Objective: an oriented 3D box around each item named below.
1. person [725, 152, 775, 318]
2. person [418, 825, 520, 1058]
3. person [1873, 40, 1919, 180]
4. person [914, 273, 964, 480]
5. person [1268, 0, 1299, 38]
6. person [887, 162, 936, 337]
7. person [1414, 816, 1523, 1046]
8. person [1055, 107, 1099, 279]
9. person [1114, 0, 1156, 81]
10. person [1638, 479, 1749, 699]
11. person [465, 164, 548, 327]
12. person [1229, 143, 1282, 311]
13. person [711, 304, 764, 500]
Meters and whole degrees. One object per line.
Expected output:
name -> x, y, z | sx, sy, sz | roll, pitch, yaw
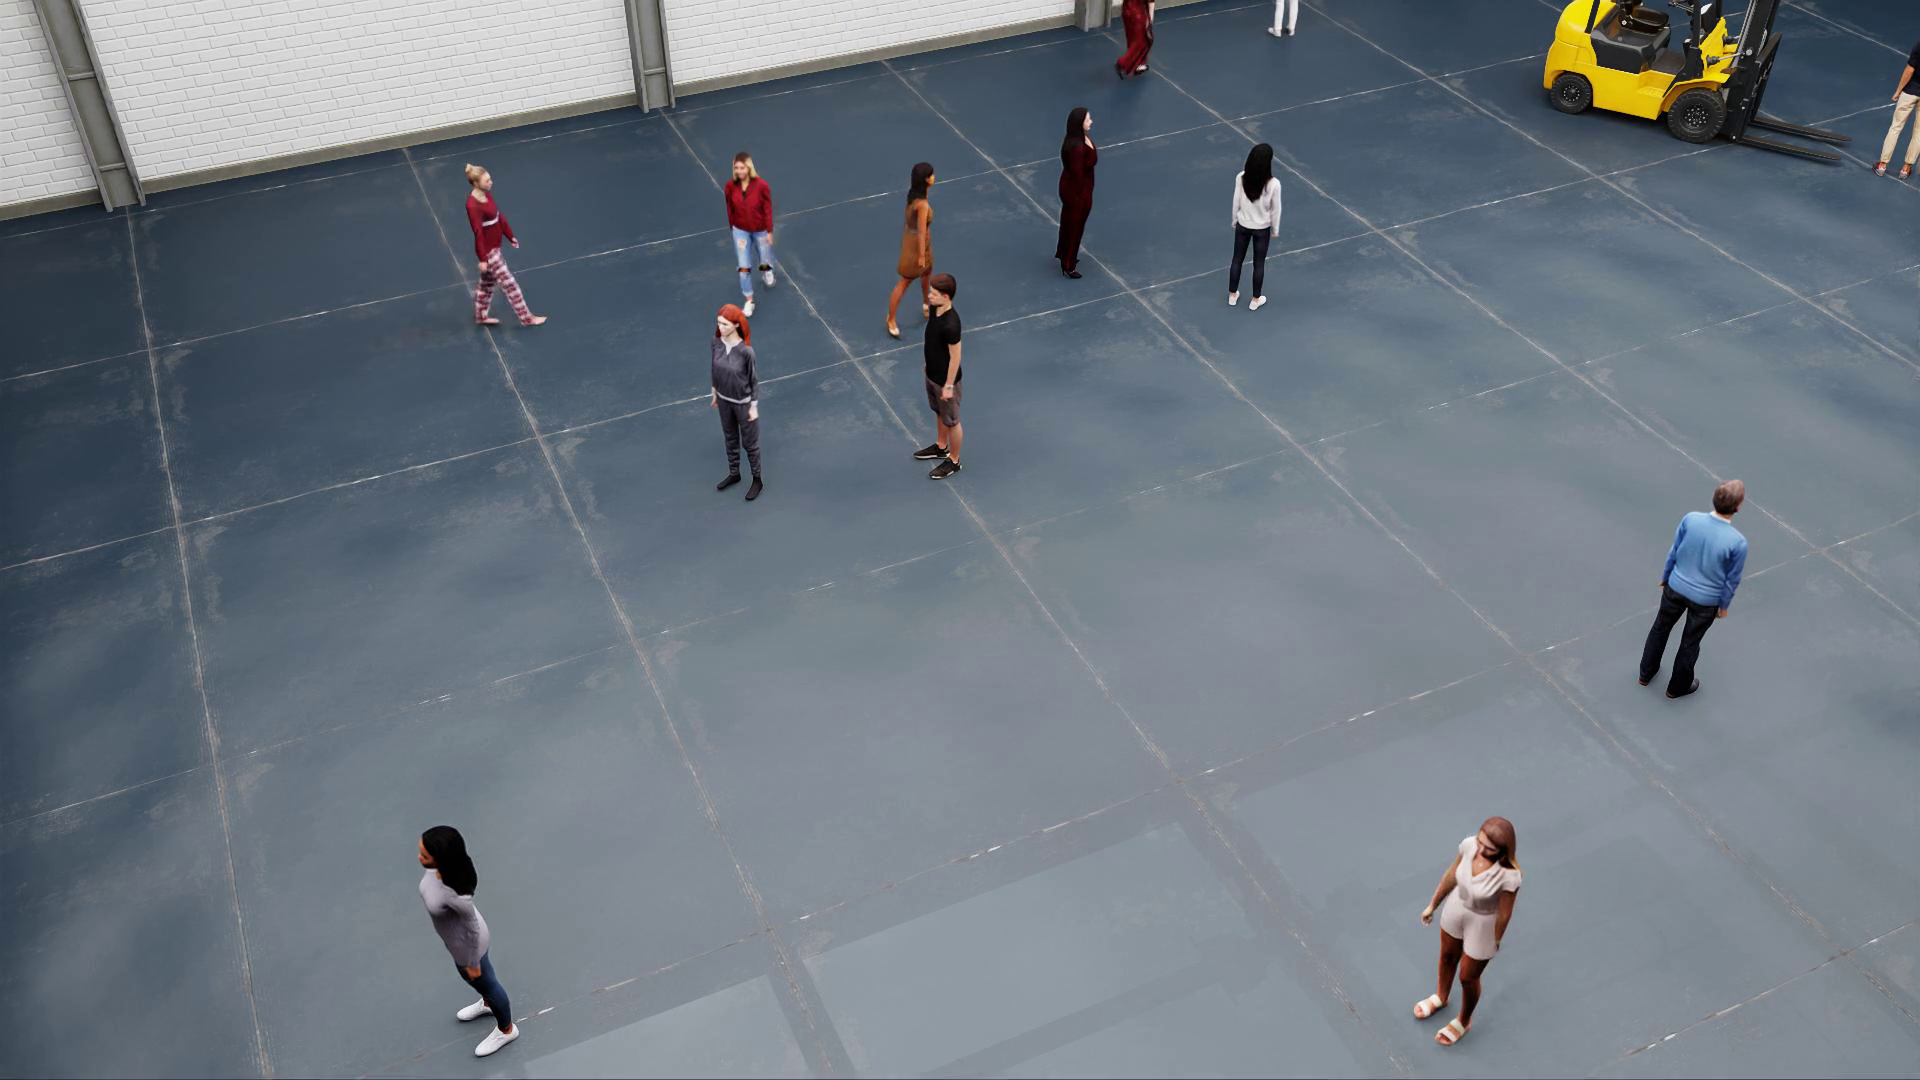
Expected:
person -> -1.989, -2.991, 15.997 | 0.961, 1.616, 0.902 | 1, 39, 1
person -> -2.773, 2.230, 9.363 | 0.549, 1.736, 0.627 | -21, 43, -24
person -> 10.467, -4.852, 18.134 | 0.706, 1.858, 0.754 | 14, 41, 17
person -> -0.128, -1.386, 13.791 | 0.575, 1.861, 0.666 | -15, 41, -18
person -> 4.228, -7.326, 21.381 | 0.548, 1.671, 0.707 | -8, 39, -10
person -> -0.466, -2.723, 15.631 | 0.885, 1.654, 0.766 | -1, 39, -1
person -> 2.947, 2.152, 9.498 | 0.612, 1.690, 0.606 | -20, 43, -23
person -> 1.137, -3.458, 16.469 | 0.754, 1.757, 0.759 | -1, 39, -1
person -> 2.120, -6.397, 20.251 | 0.989, 1.628, 0.814 | -30, 47, -32
person -> 5.161, 0.333, 11.674 | 0.660, 1.817, 0.714 | -29, 47, -32
person -> -4.508, -2.745, 15.641 | 1.038, 1.676, 0.853 | -3, 39, -4
person -> 2.813, -3.018, 15.963 | 0.711, 1.700, 0.754 | 16, 41, 19
person -> -1.820, -1.137, 13.545 | 0.656, 1.779, 0.680 | 20, 43, 23
